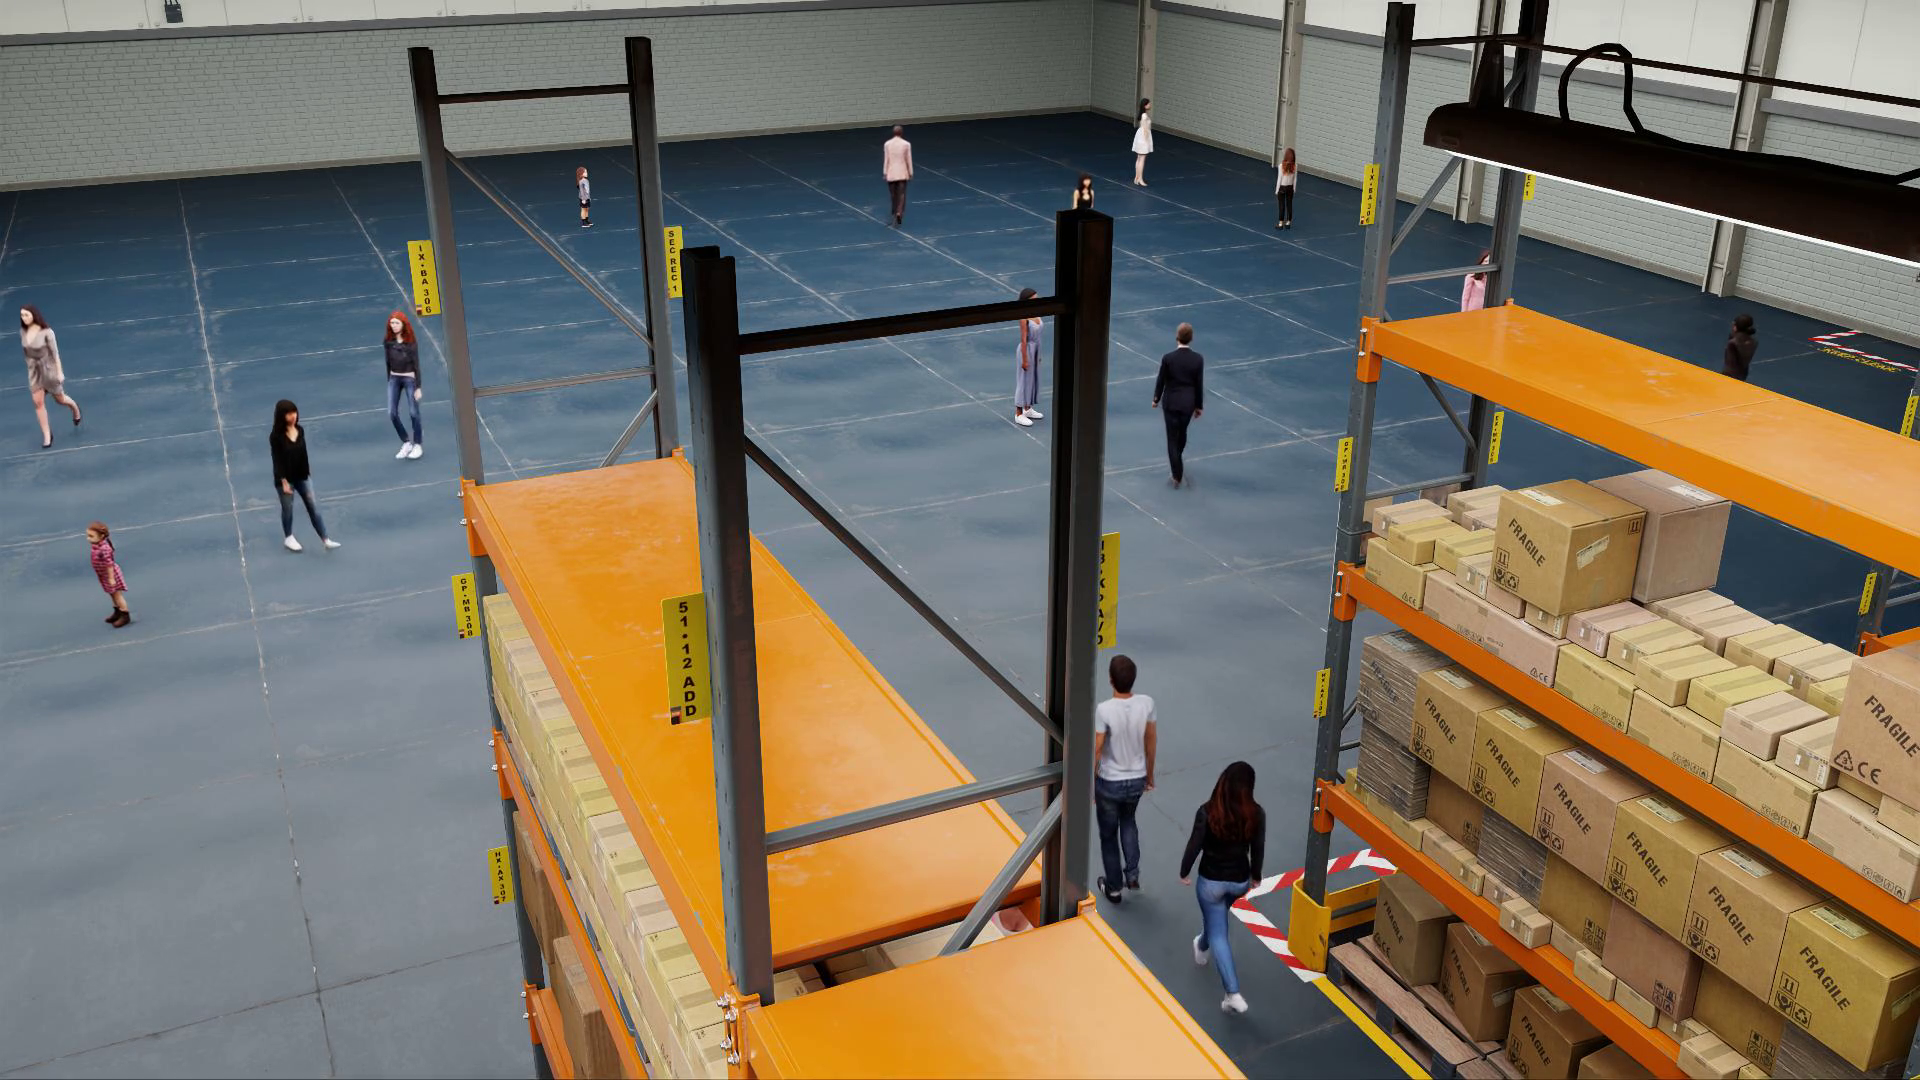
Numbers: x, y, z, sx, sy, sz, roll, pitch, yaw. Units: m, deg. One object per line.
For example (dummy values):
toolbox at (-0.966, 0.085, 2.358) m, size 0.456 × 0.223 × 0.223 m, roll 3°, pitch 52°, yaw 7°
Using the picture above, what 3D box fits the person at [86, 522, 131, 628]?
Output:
person at (-7.881, 0.301, 15.396) m, size 0.468 × 1.020 × 0.551 m, roll 19°, pitch 30°, yaw 38°

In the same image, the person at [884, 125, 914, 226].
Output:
person at (-1.186, -6.828, 31.173) m, size 1.074 × 1.792 × 1.241 m, roll 3°, pitch 23°, yaw 8°

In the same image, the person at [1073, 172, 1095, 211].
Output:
person at (1.999, -5.343, 27.919) m, size 0.625 × 1.606 × 1.058 m, roll -8°, pitch 24°, yaw -18°

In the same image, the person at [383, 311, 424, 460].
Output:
person at (-6.440, -1.827, 19.429) m, size 0.759 × 1.780 × 0.808 m, roll 4°, pitch 23°, yaw 8°

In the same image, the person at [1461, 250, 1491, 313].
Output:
person at (6.846, -2.973, 22.093) m, size 0.633 × 1.803 × 0.552 m, roll -7°, pitch 24°, yaw -17°

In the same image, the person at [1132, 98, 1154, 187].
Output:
person at (3.824, -8.296, 34.649) m, size 0.807 × 1.774 × 0.704 m, roll -1°, pitch 23°, yaw -3°

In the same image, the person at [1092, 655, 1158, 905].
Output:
person at (1.116, 1.653, 11.141) m, size 0.667 × 1.861 × 0.647 m, roll -8°, pitch 24°, yaw -18°

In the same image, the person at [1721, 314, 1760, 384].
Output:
person at (9.114, -1.917, 19.800) m, size 0.818 × 1.655 × 0.613 m, roll -10°, pitch 25°, yaw -23°

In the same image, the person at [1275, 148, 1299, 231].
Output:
person at (6.050, -6.511, 30.823) m, size 0.587 × 1.484 × 0.550 m, roll -5°, pitch 24°, yaw -12°

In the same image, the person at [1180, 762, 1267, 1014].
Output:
person at (1.655, 2.168, 10.276) m, size 0.839 × 1.590 × 1.183 m, roll -6°, pitch 24°, yaw -13°

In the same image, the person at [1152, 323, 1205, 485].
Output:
person at (2.463, -1.506, 18.693) m, size 0.908 × 1.765 × 1.243 m, roll -3°, pitch 23°, yaw -7°

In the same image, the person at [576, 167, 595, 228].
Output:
person at (-7.029, -6.429, 31.112) m, size 0.601 × 1.106 × 0.517 m, roll 4°, pitch 23°, yaw 8°

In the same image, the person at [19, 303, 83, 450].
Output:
person at (-10.910, -2.001, 19.909) m, size 0.929 × 1.723 × 1.142 m, roll 1°, pitch 23°, yaw 3°

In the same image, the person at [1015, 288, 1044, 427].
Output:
person at (0.851, -2.296, 20.640) m, size 0.693 × 1.696 × 0.665 m, roll 13°, pitch 26°, yaw 27°

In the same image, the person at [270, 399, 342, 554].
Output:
person at (-6.799, -0.631, 16.829) m, size 1.080 × 1.613 × 0.858 m, roll 17°, pitch 28°, yaw 35°
